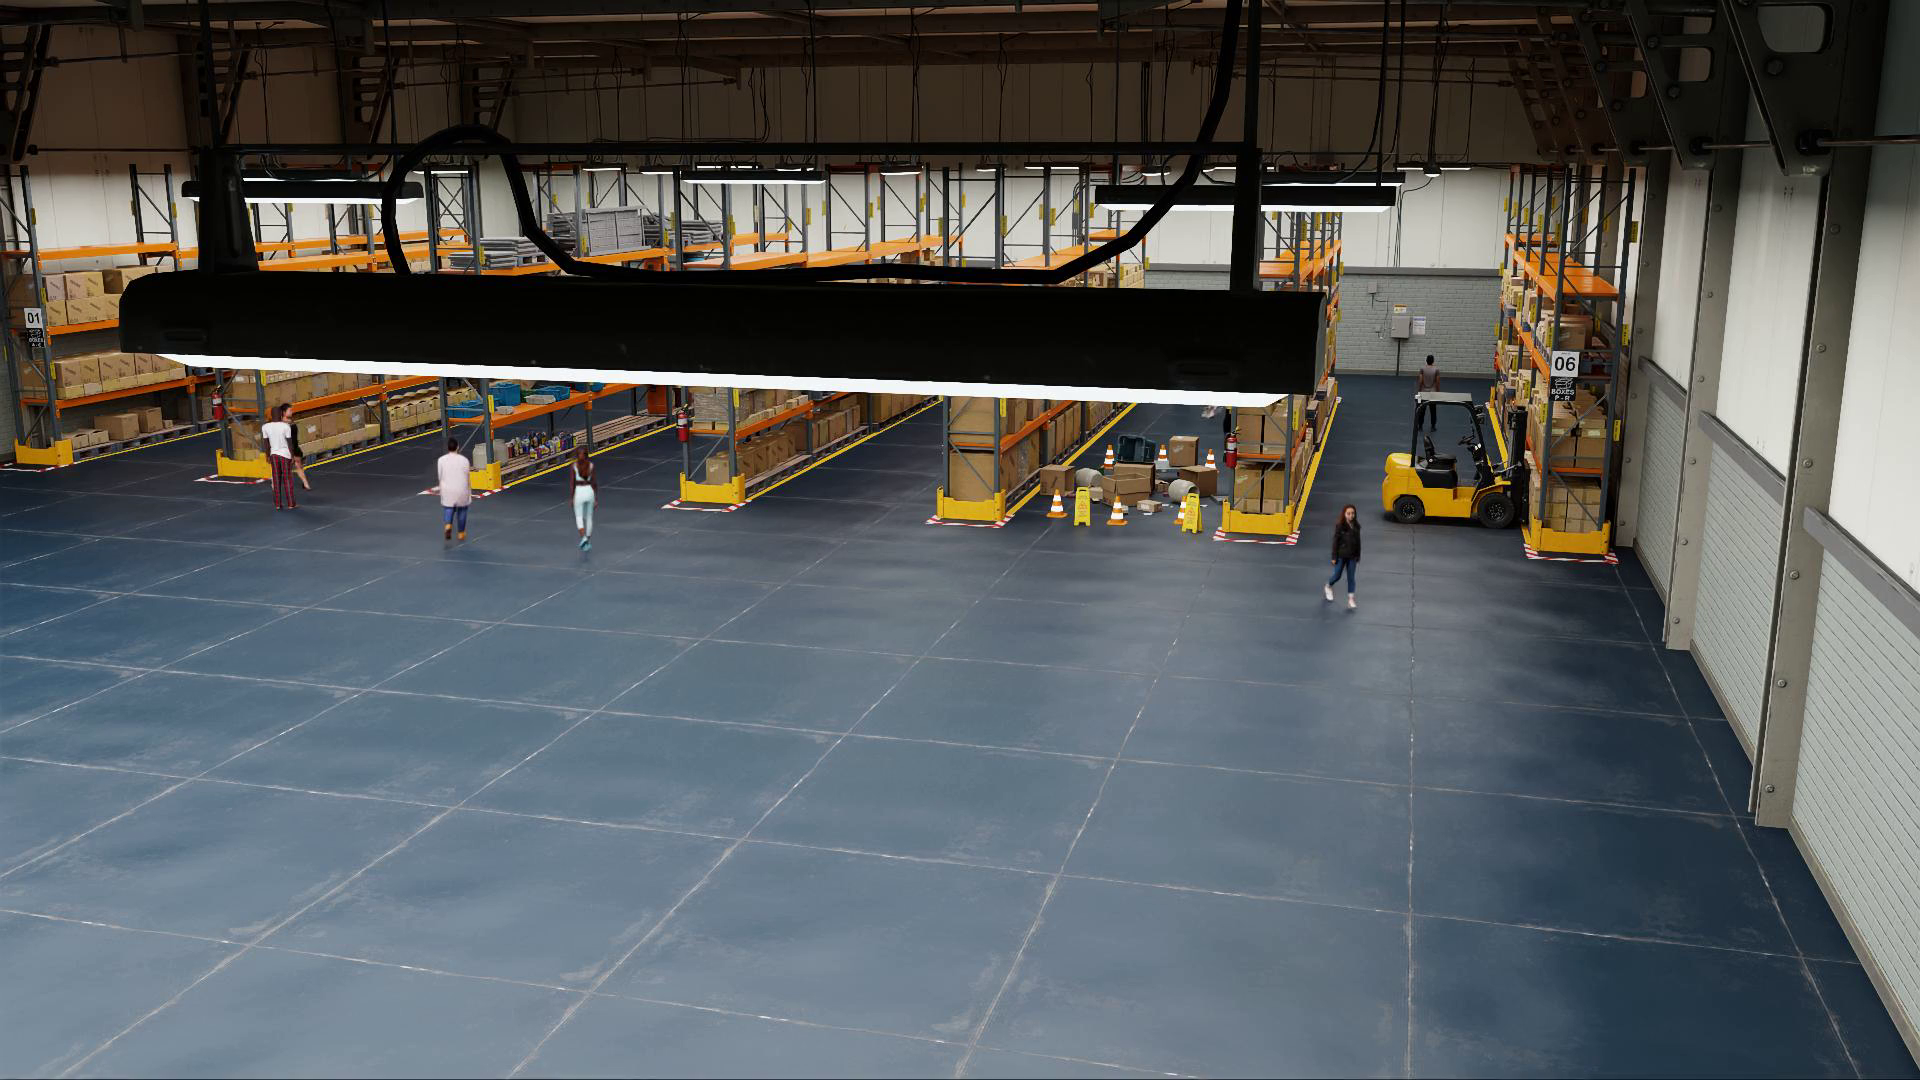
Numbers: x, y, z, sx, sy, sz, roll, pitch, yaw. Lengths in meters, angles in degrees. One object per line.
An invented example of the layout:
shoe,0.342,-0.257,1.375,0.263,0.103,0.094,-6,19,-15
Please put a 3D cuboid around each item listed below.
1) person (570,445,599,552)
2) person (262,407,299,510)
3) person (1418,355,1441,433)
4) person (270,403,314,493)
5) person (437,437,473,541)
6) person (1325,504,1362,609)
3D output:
person,-5.980,-0.646,26.434,0.740,1.712,0.821,-3,13,-14
person,-12.157,-1.474,29.744,0.716,1.833,0.640,0,13,-2
person,10.746,-3.375,38.127,0.603,1.755,0.537,4,14,16
person,-12.602,-1.664,30.935,0.689,1.666,0.996,3,13,13
person,-8.263,-0.809,27.102,0.847,1.728,0.983,-1,13,-4
person,5.377,0.201,23.355,0.876,1.453,1.062,-3,13,-14
